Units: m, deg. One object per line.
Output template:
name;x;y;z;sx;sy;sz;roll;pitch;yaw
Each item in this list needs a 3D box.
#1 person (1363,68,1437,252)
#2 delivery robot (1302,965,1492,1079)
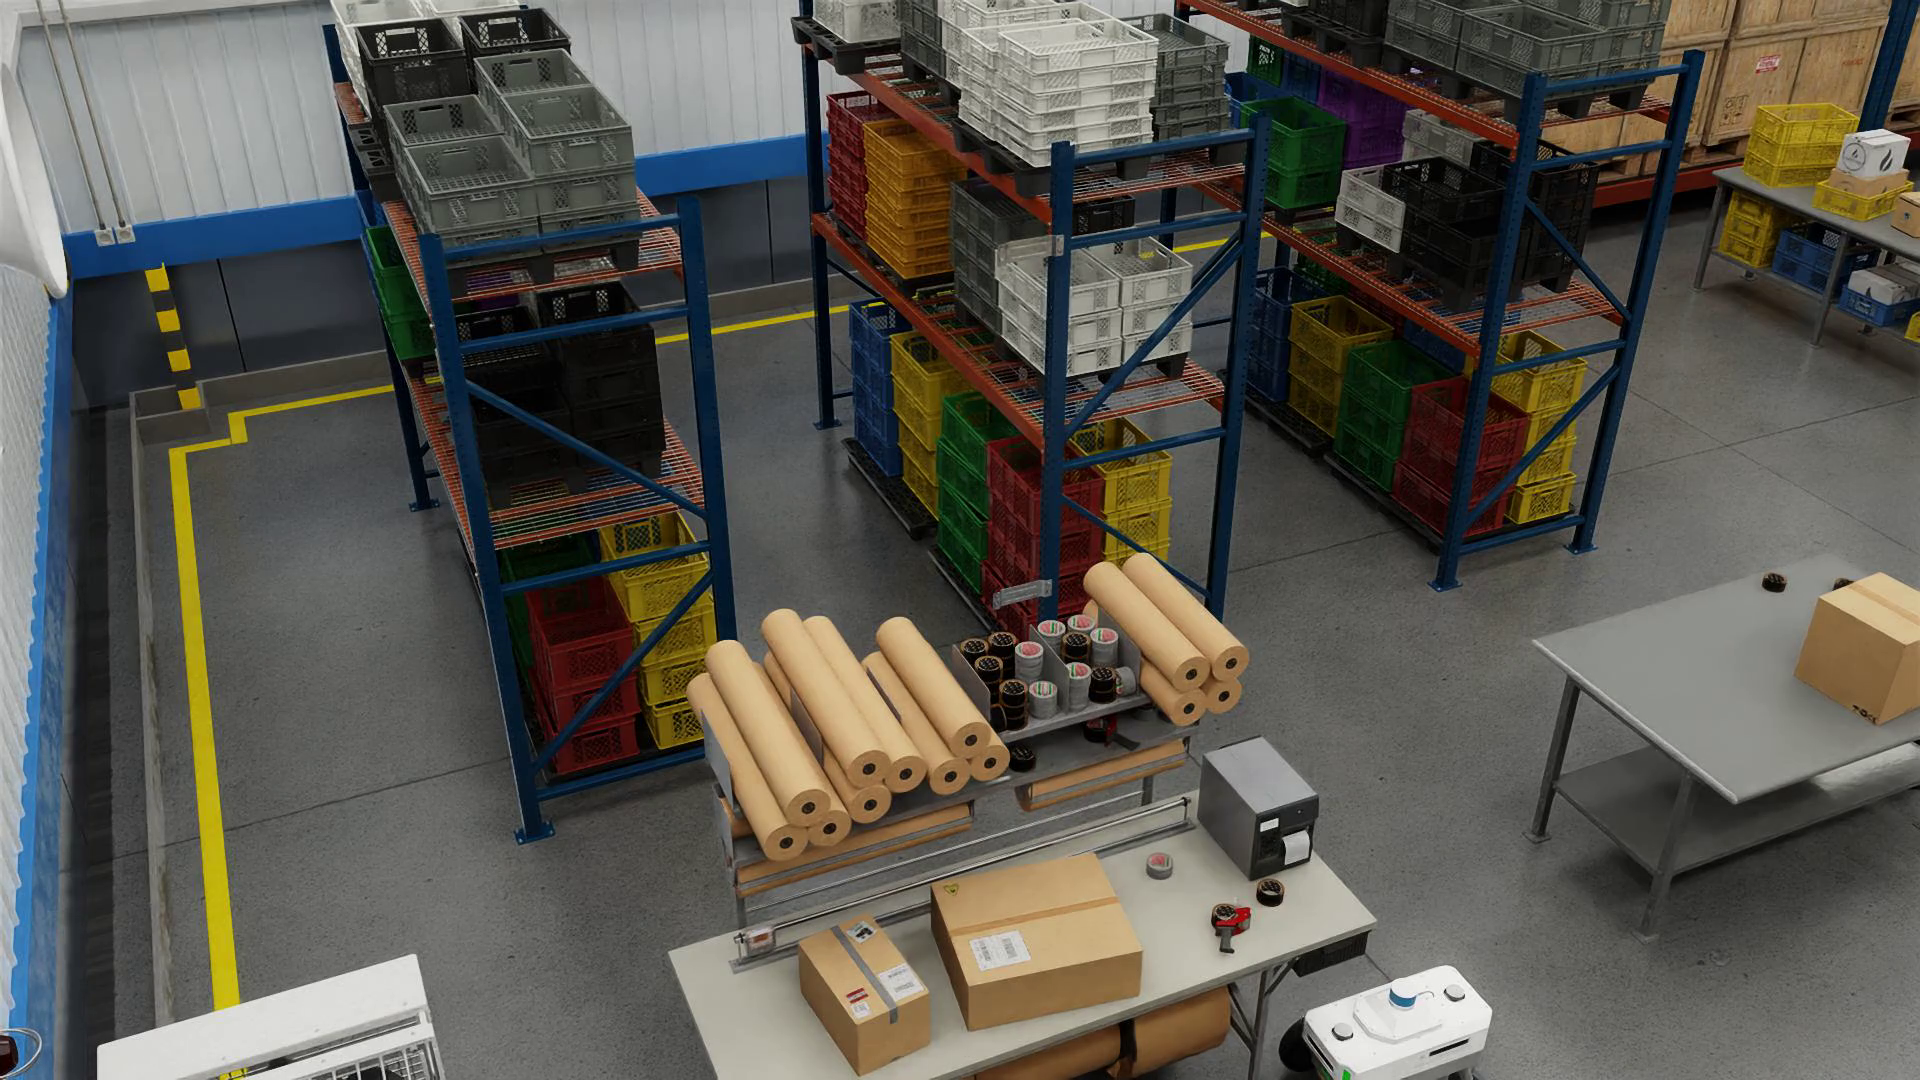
person;3.580;-3.347;13.812;0.625;1.933;0.374;25;39;34
delivery robot;1.700;1.914;6.481;0.707;0.478;0.477;-12;34;-19
